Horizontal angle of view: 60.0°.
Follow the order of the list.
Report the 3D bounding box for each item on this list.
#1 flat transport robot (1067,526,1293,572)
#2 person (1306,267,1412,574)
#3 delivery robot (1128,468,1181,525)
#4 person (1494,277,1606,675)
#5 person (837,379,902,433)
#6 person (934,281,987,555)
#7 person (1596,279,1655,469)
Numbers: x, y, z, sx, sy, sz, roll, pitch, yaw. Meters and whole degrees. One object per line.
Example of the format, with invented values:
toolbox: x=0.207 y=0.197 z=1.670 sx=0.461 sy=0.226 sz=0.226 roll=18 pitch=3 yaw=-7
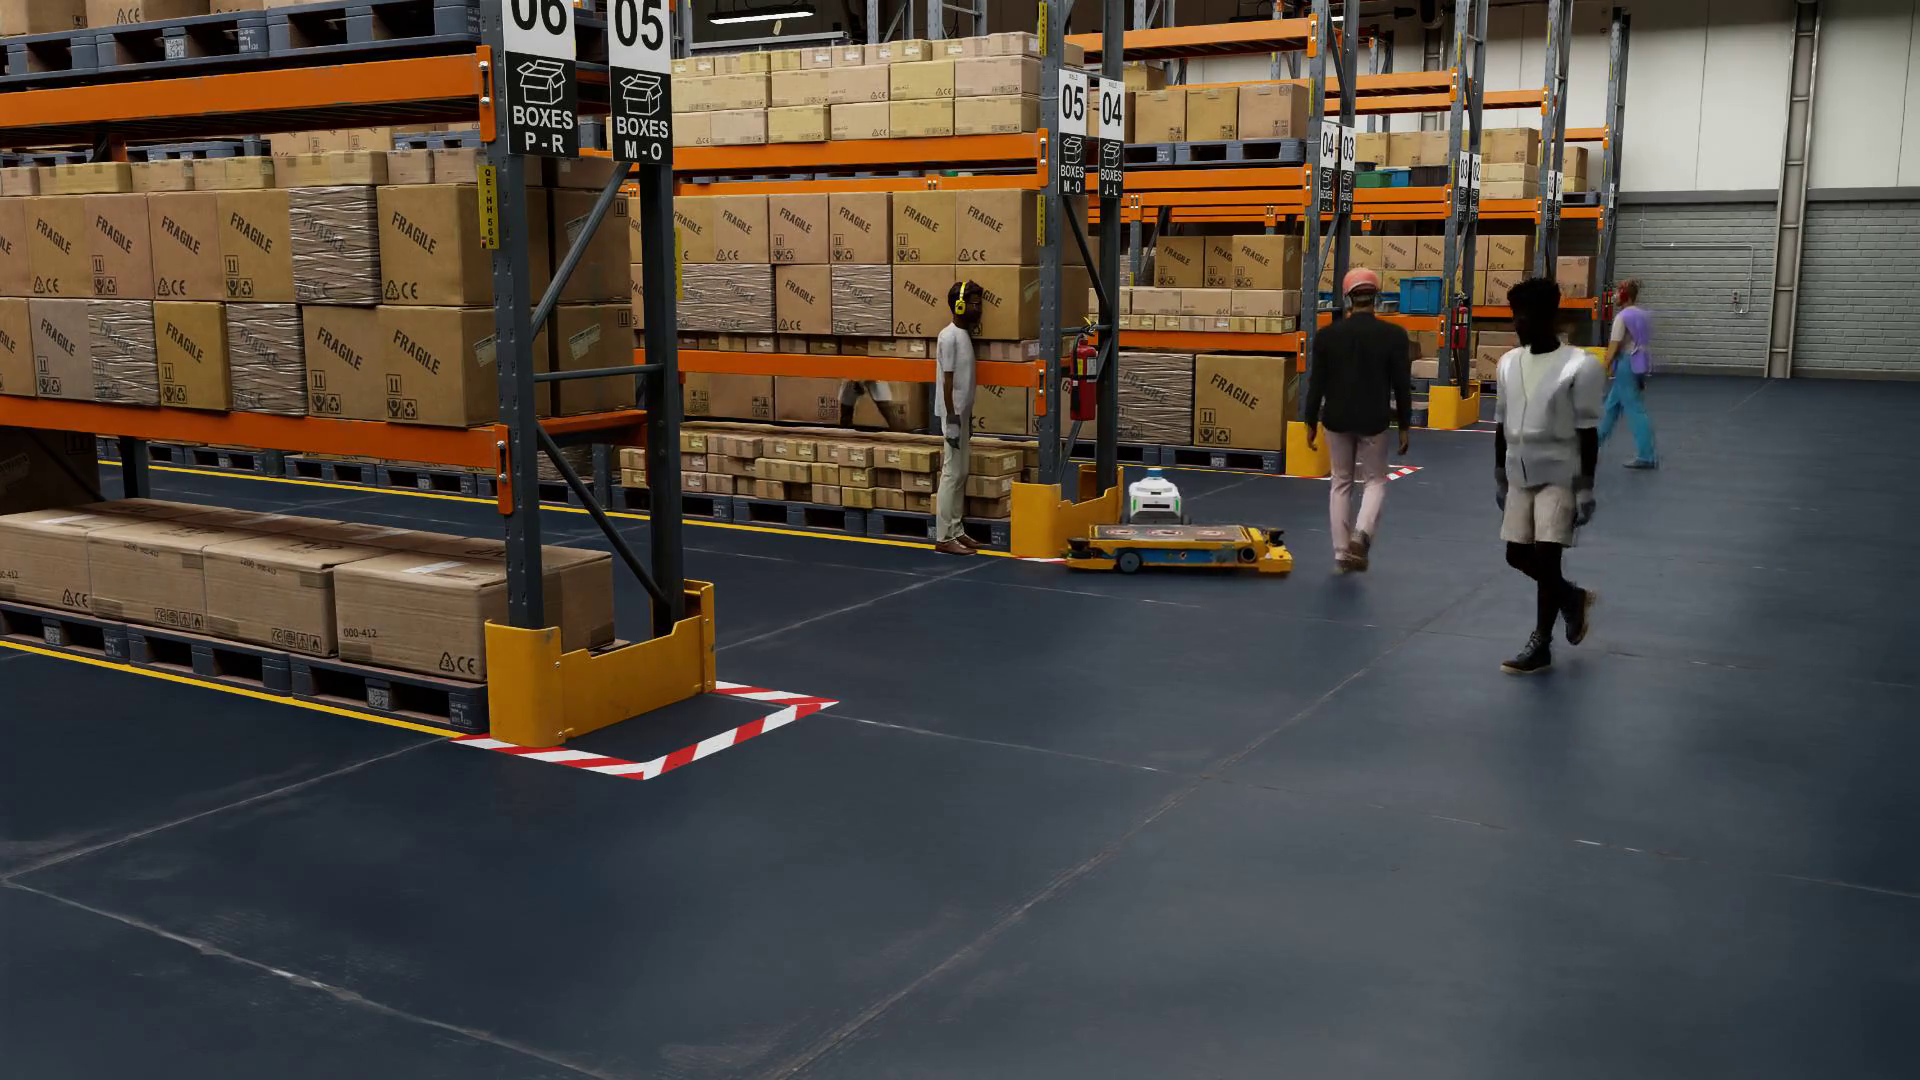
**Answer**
flat transport robot: x=1.422 y=0.044 z=10.899 sx=1.431 sy=0.197 sz=0.652 roll=1 pitch=10 yaw=4
person: x=2.521 y=-0.739 z=10.549 sx=0.664 sy=1.959 sz=0.561 roll=4 pitch=10 yaw=20
delivery robot: x=1.347 y=-0.258 z=11.564 sx=0.477 sy=0.478 sz=0.707 roll=1 pitch=10 yaw=4
person: x=2.926 y=-0.327 z=8.201 sx=0.687 sy=1.935 sz=0.618 roll=-6 pitch=12 yaw=-33
person: x=-0.908 y=-1.627 z=15.738 sx=1.102 sy=1.976 sz=0.620 roll=9 pitch=13 yaw=42
person: x=0.001 y=-0.825 z=11.353 sx=0.333 sy=1.860 sz=0.510 roll=2 pitch=10 yaw=14
person: x=6.318 y=-1.600 z=16.033 sx=0.937 sy=1.796 sz=0.598 roll=8 pitch=13 yaw=39
